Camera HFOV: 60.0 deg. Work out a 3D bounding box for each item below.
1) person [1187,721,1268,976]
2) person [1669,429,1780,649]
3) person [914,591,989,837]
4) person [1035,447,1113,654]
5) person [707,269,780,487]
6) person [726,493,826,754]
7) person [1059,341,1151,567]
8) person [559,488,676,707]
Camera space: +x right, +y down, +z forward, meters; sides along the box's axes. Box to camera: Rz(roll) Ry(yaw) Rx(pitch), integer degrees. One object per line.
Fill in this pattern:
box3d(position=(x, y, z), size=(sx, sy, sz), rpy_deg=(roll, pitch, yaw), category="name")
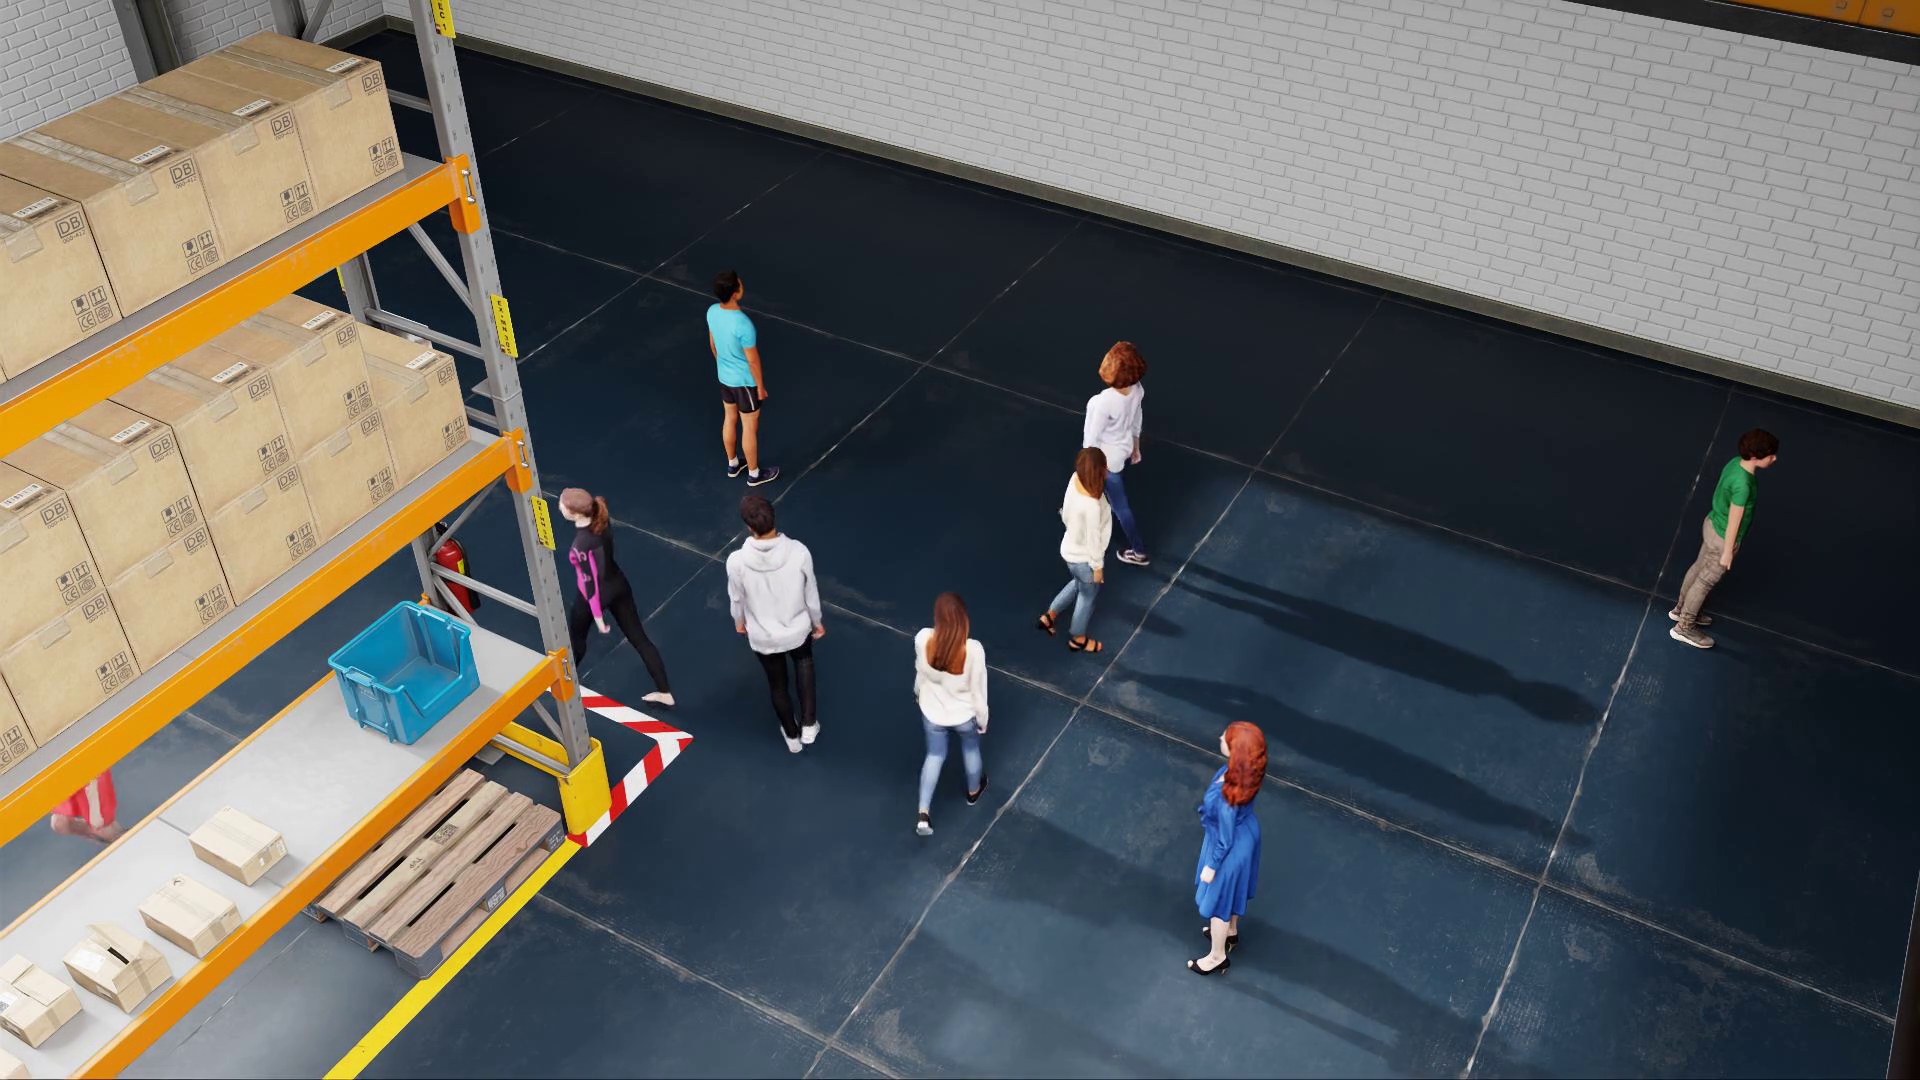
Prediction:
box3d(position=(1.413, 1.630, 8.724), size=(0.662, 1.828, 0.493), rpy_deg=(20, 43, 23), category="person")
box3d(position=(5.018, -0.043, 10.961), size=(0.688, 1.651, 0.518), rpy_deg=(12, 40, 15), category="person")
box3d(position=(-0.086, 1.025, 9.601), size=(0.754, 1.680, 1.030), rpy_deg=(15, 41, 18), category="person")
box3d(position=(0.724, 0.089, 10.781), size=(0.861, 1.669, 0.800), rpy_deg=(-6, 39, -8), category="person")
box3d(position=(-1.646, -1.194, 12.301), size=(0.649, 1.776, 0.578), rpy_deg=(28, 46, 30), category="person")
box3d(position=(-1.073, 0.585, 9.966), size=(0.820, 1.912, 0.867), rpy_deg=(-7, 39, -9), category="person")
box3d(position=(1.132, -0.561, 11.592), size=(0.837, 1.673, 1.095), rpy_deg=(28, 47, 31), category="person")
box3d(position=(-2.144, 0.401, 10.384), size=(0.691, 1.678, 1.146), rpy_deg=(17, 42, 20), category="person")
